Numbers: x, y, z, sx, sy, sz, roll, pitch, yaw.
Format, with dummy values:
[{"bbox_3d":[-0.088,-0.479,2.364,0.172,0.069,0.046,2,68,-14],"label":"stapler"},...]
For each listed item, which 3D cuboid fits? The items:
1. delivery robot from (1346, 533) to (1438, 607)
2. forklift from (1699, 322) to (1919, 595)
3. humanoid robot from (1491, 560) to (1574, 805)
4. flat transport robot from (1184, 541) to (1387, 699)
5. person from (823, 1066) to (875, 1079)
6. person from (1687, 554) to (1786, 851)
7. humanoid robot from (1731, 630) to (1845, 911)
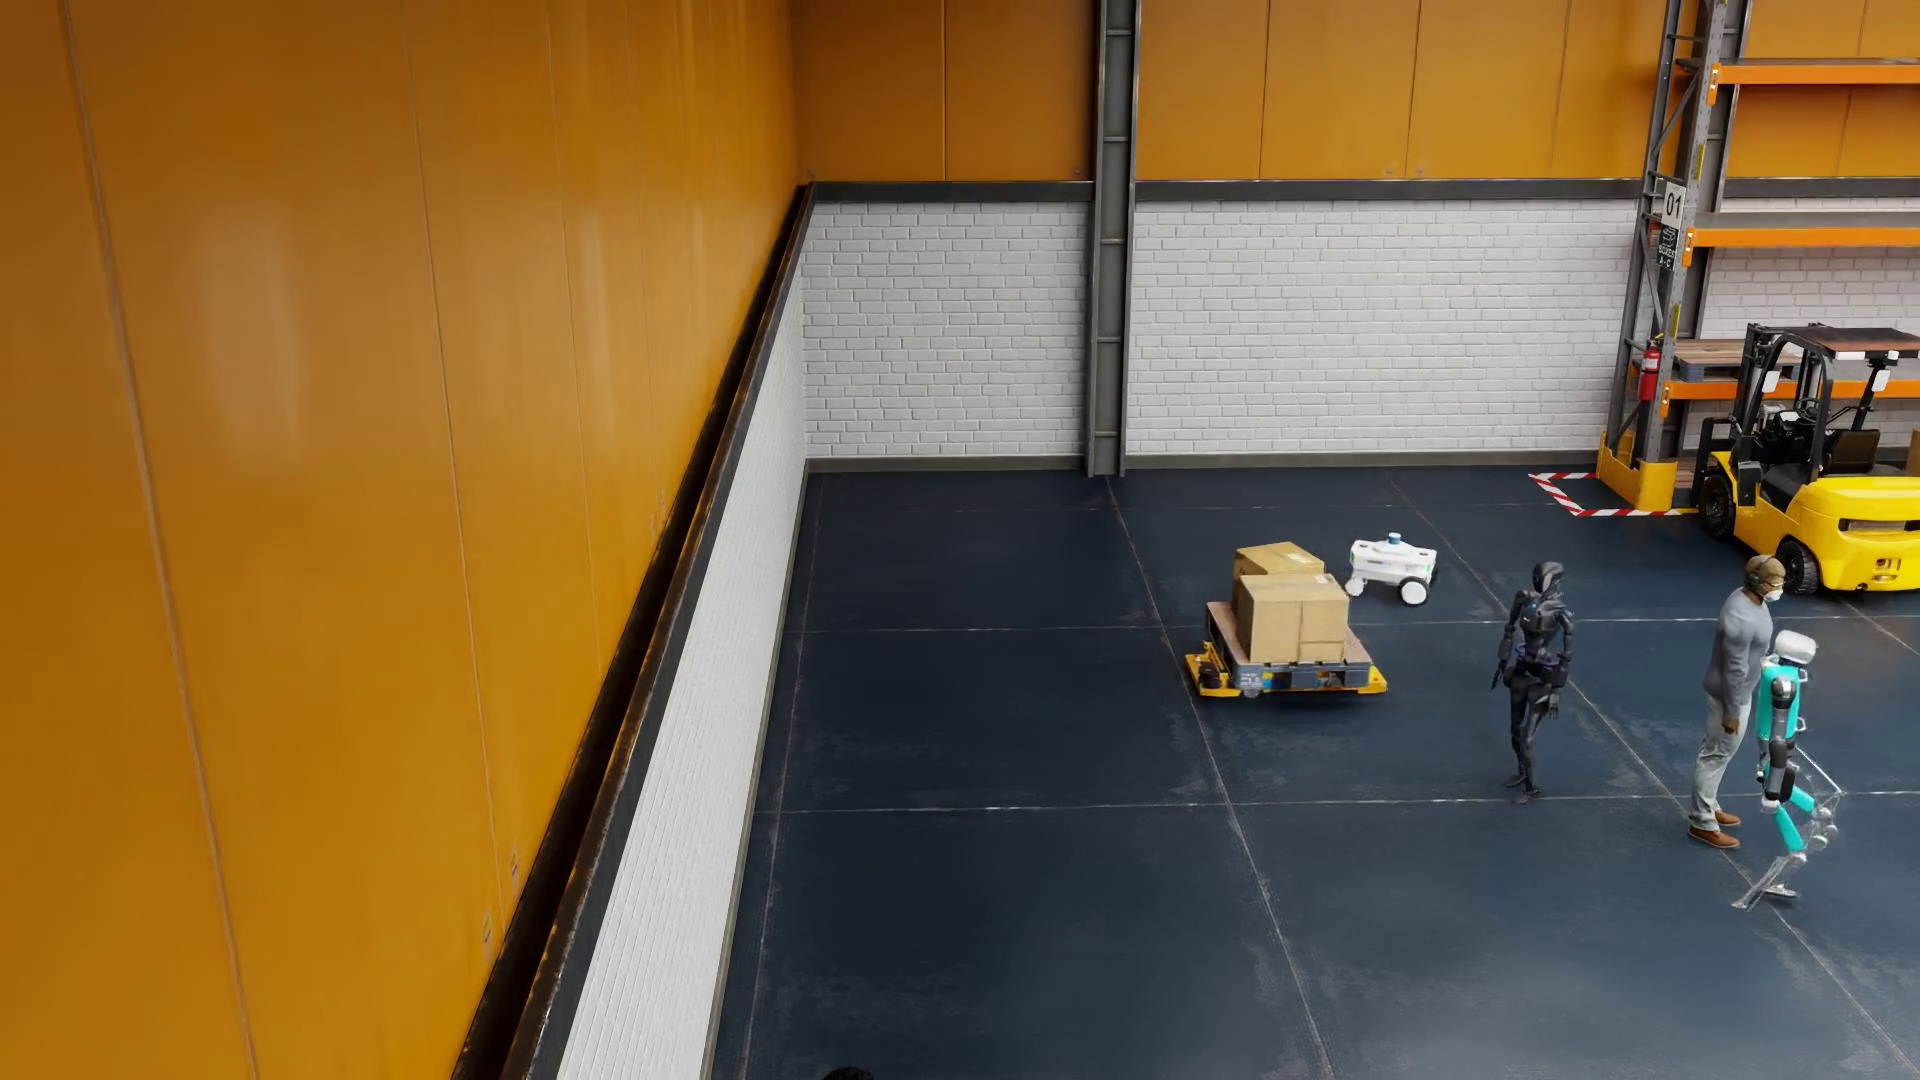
[{"bbox_3d":[3.797,0.249,14.490,0.791,0.614,0.499,8,22,21],"label":"delivery robot"},{"bbox_3d":[7.809,-0.792,14.926,1.214,2.155,2.313,-1,20,-2],"label":"forklift"},{"bbox_3d":[3.776,0.914,11.042,0.446,1.647,0.592,-11,23,-27],"label":"humanoid robot"},{"bbox_3d":[2.509,0.987,12.876,1.431,0.231,0.659,-1,20,-3],"label":"flat transport robot"},{"bbox_3d":[-0.365,2.685,6.210,0.322,1.698,0.532,-5,21,-13],"label":"person"},{"bbox_3d":[4.877,0.987,10.476,0.378,1.933,0.628,11,23,27],"label":"person"},{"bbox_3d":[4.882,1.395,9.662,0.802,1.795,0.551,7,21,19],"label":"humanoid robot"}]
